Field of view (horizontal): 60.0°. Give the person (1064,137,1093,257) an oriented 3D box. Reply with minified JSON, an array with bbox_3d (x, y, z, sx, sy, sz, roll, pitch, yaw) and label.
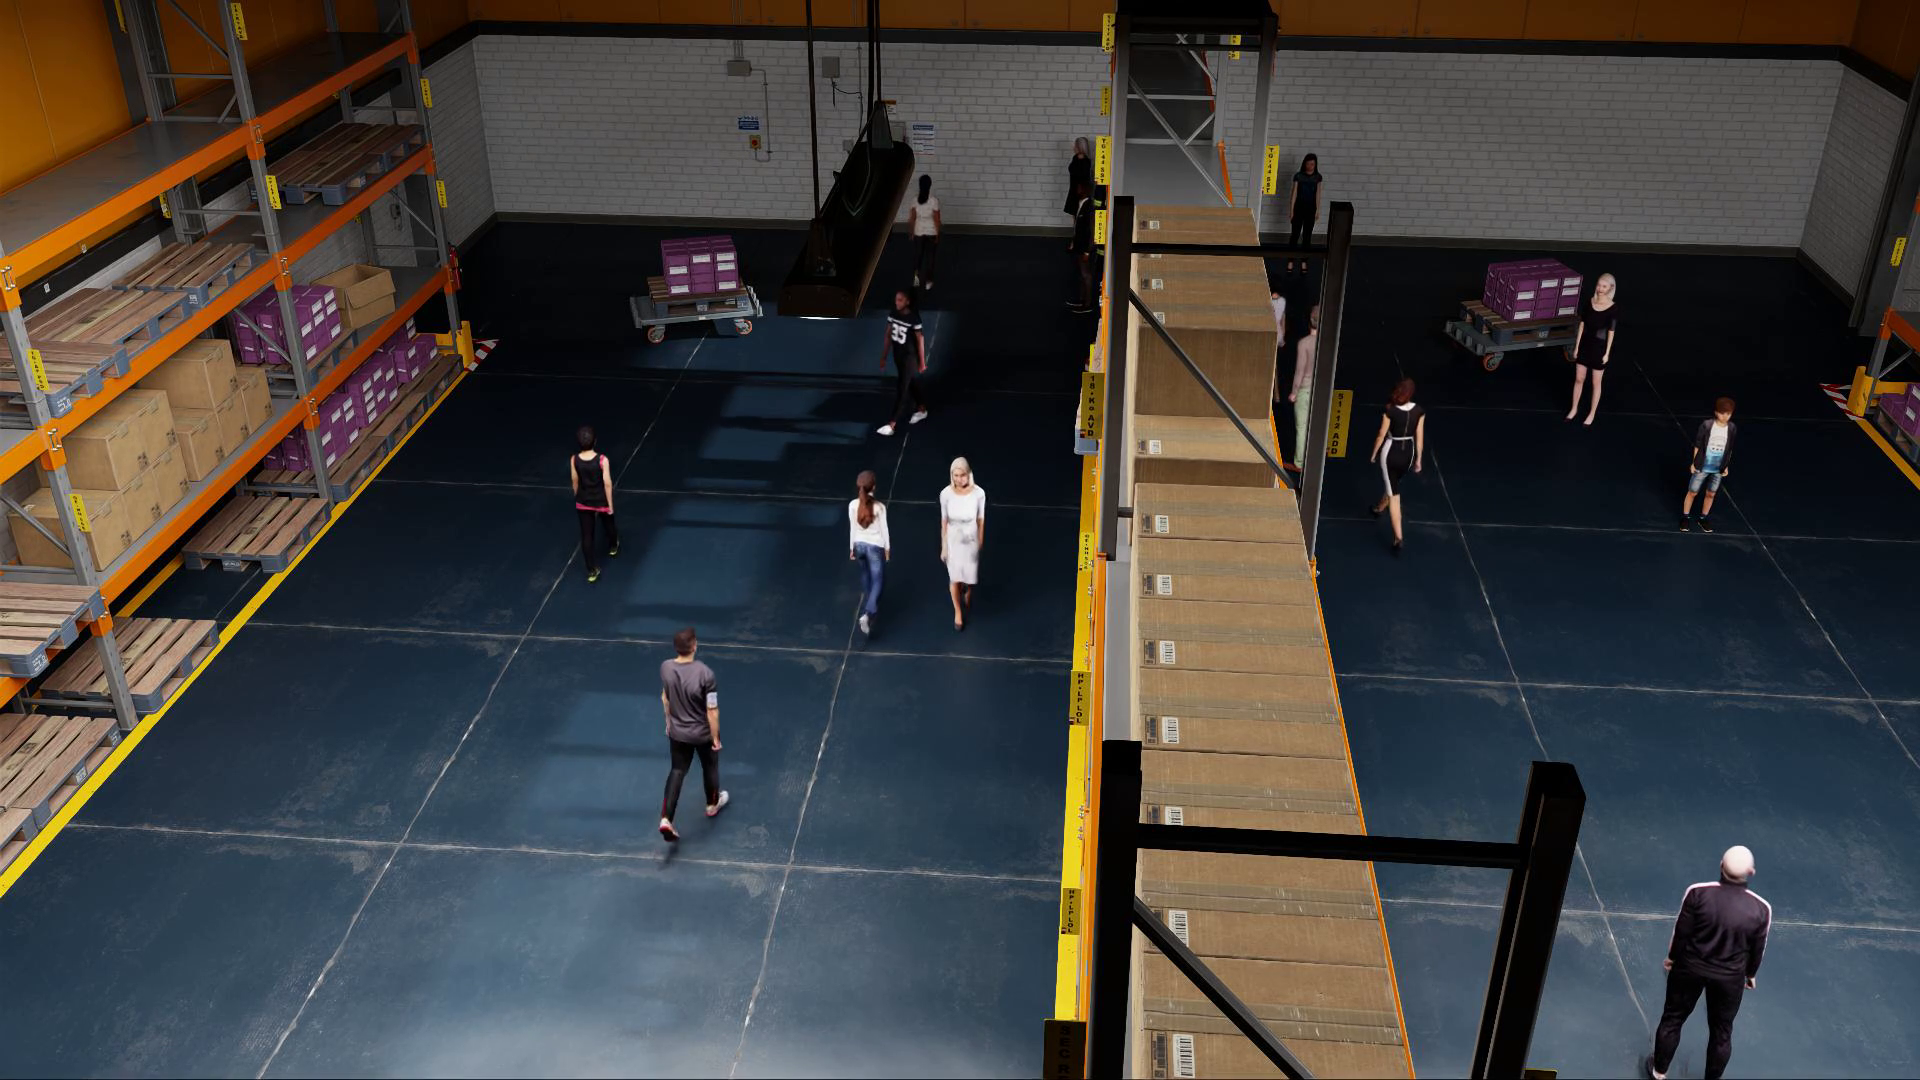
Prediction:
[{"bbox_3d":[1.741,-5.039,24.346,0.755,1.747,0.661,-13,31,-22],"label":"person"}]

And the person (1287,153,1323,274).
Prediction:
[{"bbox_3d":[4.894,-4.654,23.658,0.554,1.731,0.482,3,29,5],"label":"person"}]

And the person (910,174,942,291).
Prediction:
[{"bbox_3d":[-0.487,-4.207,22.940,0.619,1.633,0.802,6,29,11],"label":"person"}]

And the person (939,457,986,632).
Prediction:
[{"bbox_3d":[-0.002,-0.005,15.133,0.619,1.733,0.687,-3,29,-5],"label":"person"}]

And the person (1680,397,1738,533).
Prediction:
[{"bbox_3d":[7.596,-0.771,16.837,0.526,1.446,0.500,3,29,5],"label":"person"}]

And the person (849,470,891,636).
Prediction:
[{"bbox_3d":[-0.849,0.122,15.103,0.614,1.538,1.029,6,29,11],"label":"person"}]

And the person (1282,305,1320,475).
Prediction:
[{"bbox_3d":[3.791,-1.622,17.949,0.773,1.874,0.798,-15,32,-26],"label":"person"}]

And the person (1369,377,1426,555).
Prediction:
[{"bbox_3d":[4.327,-0.698,16.391,0.805,1.745,1.215,-5,29,-8],"label":"person"}]

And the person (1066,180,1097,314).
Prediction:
[{"bbox_3d":[1.670,-3.947,22.289,0.770,1.800,0.589,-4,29,-8],"label":"person"}]

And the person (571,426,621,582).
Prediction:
[{"bbox_3d":[-3.538,-0.331,15.963,0.594,1.509,1.016,1,29,1],"label":"person"}]

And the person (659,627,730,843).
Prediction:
[{"bbox_3d":[-2.045,1.474,12.413,0.812,1.741,1.127,9,30,16],"label":"person"}]

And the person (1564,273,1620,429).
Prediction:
[{"bbox_3d":[7.242,-2.171,19.003,0.637,1.829,0.669,23,36,35],"label":"person"}]

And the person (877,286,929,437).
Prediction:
[{"bbox_3d":[-0.560,-2.069,18.960,1.049,1.691,1.189,24,37,37],"label":"person"}]

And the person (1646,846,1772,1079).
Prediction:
[{"bbox_3d":[4.580,2.646,10.167,0.748,1.833,0.685,11,30,19],"label":"person"}]
